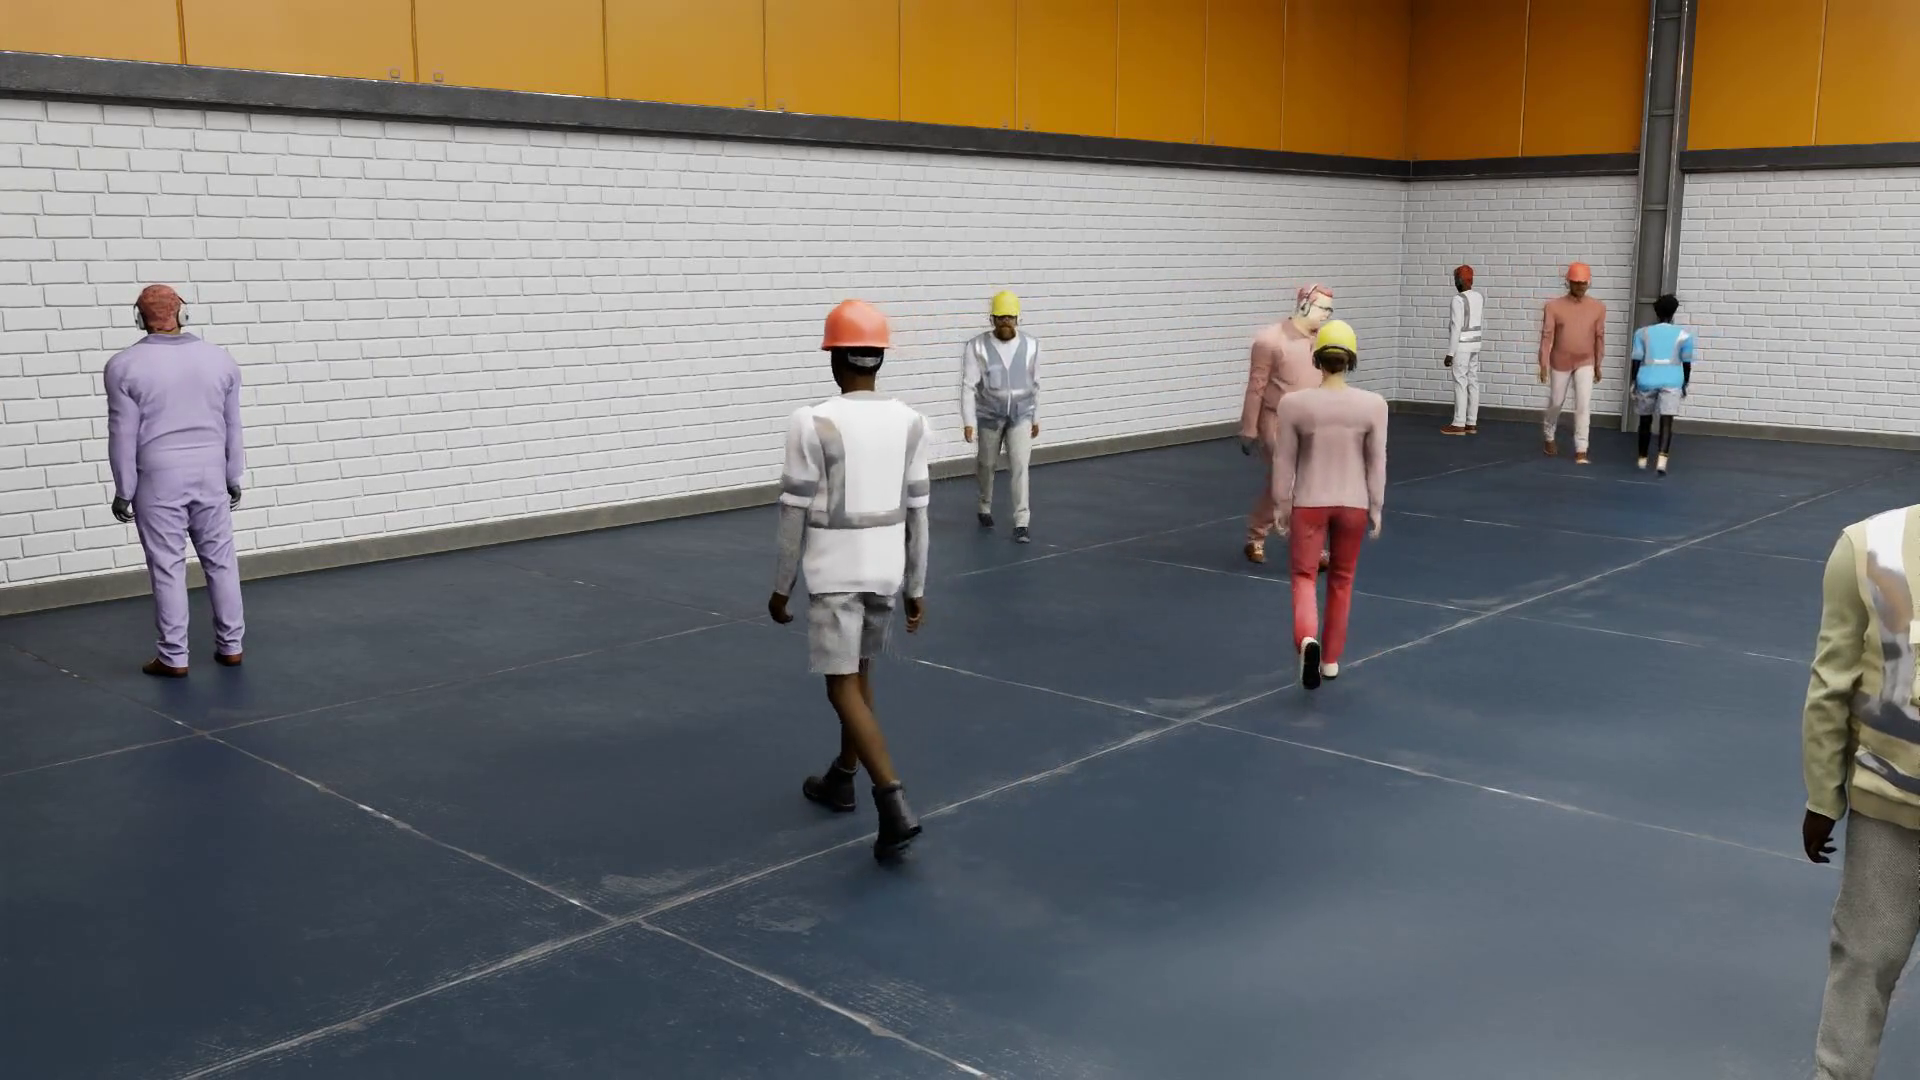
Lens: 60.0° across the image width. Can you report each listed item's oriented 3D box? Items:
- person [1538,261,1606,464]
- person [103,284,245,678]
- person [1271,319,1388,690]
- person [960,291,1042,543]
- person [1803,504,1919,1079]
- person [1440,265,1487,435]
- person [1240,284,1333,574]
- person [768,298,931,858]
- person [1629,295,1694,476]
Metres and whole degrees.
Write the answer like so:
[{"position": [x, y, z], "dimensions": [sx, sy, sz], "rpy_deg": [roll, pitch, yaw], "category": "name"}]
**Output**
[{"position": [5.995, -1.759, 16.362], "dimensions": [0.634, 1.958, 0.983], "rpy_deg": [1, 10, 6], "category": "person"}, {"position": [-3.818, -0.285, 8.098], "dimensions": [0.399, 1.905, 0.642], "rpy_deg": [9, 13, 40], "category": "person"}, {"position": [1.731, -0.154, 7.802], "dimensions": [0.528, 1.748, 0.678], "rpy_deg": [1, 10, 8], "category": "person"}, {"position": [0.292, -0.911, 12.021], "dimensions": [0.614, 1.781, 0.944], "rpy_deg": [-1, 10, -7], "category": "person"}, {"position": [2.118, 0.551, 3.536], "dimensions": [0.599, 1.830, 0.403], "rpy_deg": [3, 11, 19], "category": "person"}, {"position": [5.612, -2.110, 18.533], "dimensions": [0.572, 1.887, 0.354], "rpy_deg": [-8, 13, -40], "category": "person"}, {"position": [2.152, -0.712, 10.704], "dimensions": [0.655, 1.847, 0.980], "rpy_deg": [-5, 11, -28], "category": "person"}, {"position": [-0.336, 0.119, 5.793], "dimensions": [0.542, 1.909, 0.926], "rpy_deg": [-7, 12, -35], "category": "person"}, {"position": [6.468, -1.434, 15.359], "dimensions": [0.536, 1.649, 0.852], "rpy_deg": [5, 11, 24], "category": "person"}]
